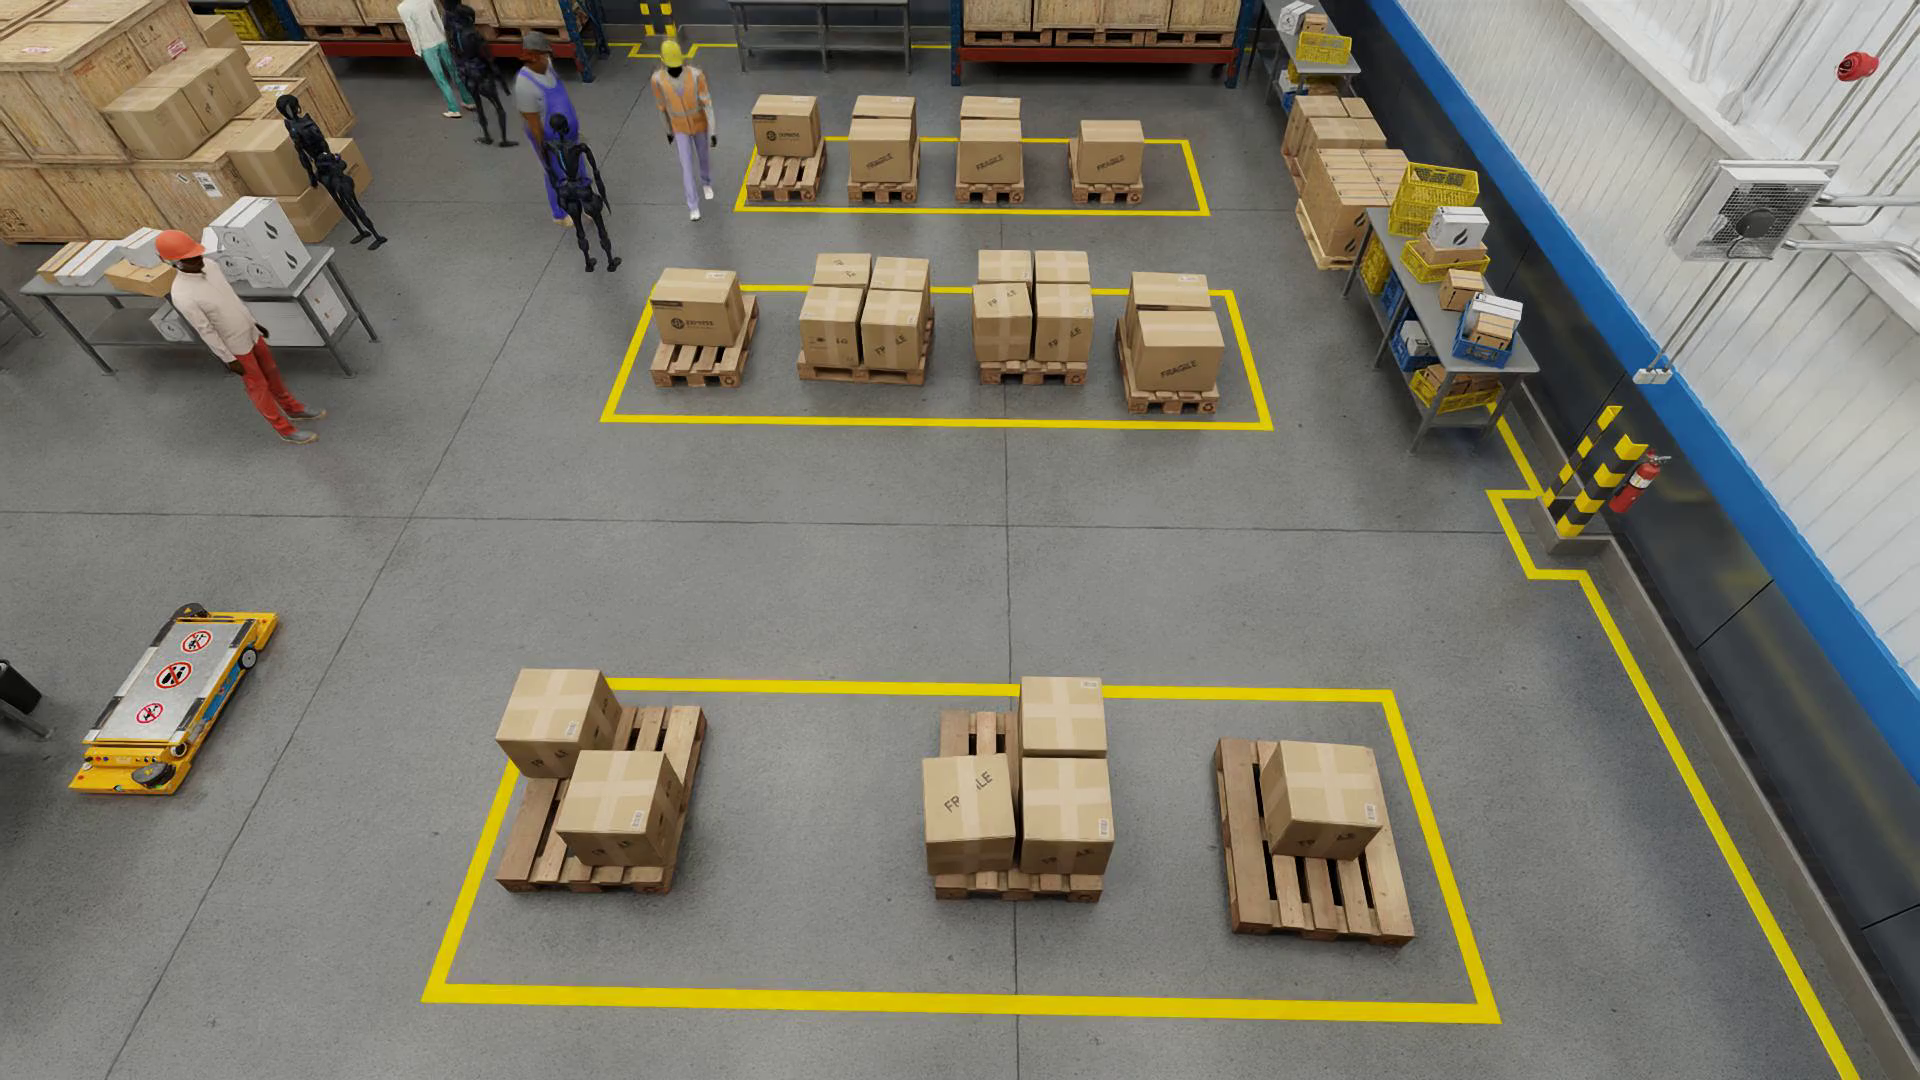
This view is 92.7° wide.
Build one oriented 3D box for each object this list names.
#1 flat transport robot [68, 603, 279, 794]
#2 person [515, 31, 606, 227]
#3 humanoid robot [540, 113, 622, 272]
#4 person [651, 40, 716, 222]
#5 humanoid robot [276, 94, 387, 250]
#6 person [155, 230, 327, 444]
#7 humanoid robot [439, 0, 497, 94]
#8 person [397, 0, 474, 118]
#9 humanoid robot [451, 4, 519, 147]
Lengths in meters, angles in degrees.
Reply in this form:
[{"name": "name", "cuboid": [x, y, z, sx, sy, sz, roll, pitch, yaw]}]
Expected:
[{"name": "flat transport robot", "cuboid": [-5.504, 1.072, 6.442, 0.652, 0.197, 1.431, 1, 50, 1]}, {"name": "person", "cuboid": [-4.379, -4.438, 9.962, 0.627, 2.000, 0.738, 11, 51, 9]}, {"name": "humanoid robot", "cuboid": [-3.927, -3.566, 9.460, 0.557, 1.652, 0.325, 1, 50, 1]}, {"name": "person", "cuboid": [-2.987, -4.520, 10.146, 0.590, 1.867, 1.003, -12, 51, -10]}, {"name": "humanoid robot", "cuboid": [-6.701, -3.891, 9.734, 0.579, 1.651, 0.307, 20, 53, 16]}, {"name": "person", "cuboid": [-6.001, -1.680, 7.659, 0.393, 1.993, 0.610, -6, 50, -5]}, {"name": "humanoid robot", "cuboid": [-6.683, -6.826, 12.218, 0.444, 1.645, 0.595, -1, 50, -1]}, {"name": "person", "cuboid": [-6.799, -6.359, 11.771, 0.325, 1.760, 0.524, 21, 53, 17]}, {"name": "humanoid robot", "cuboid": [-5.944, -5.716, 11.294, 0.655, 1.632, 0.371, 17, 52, 14]}]
